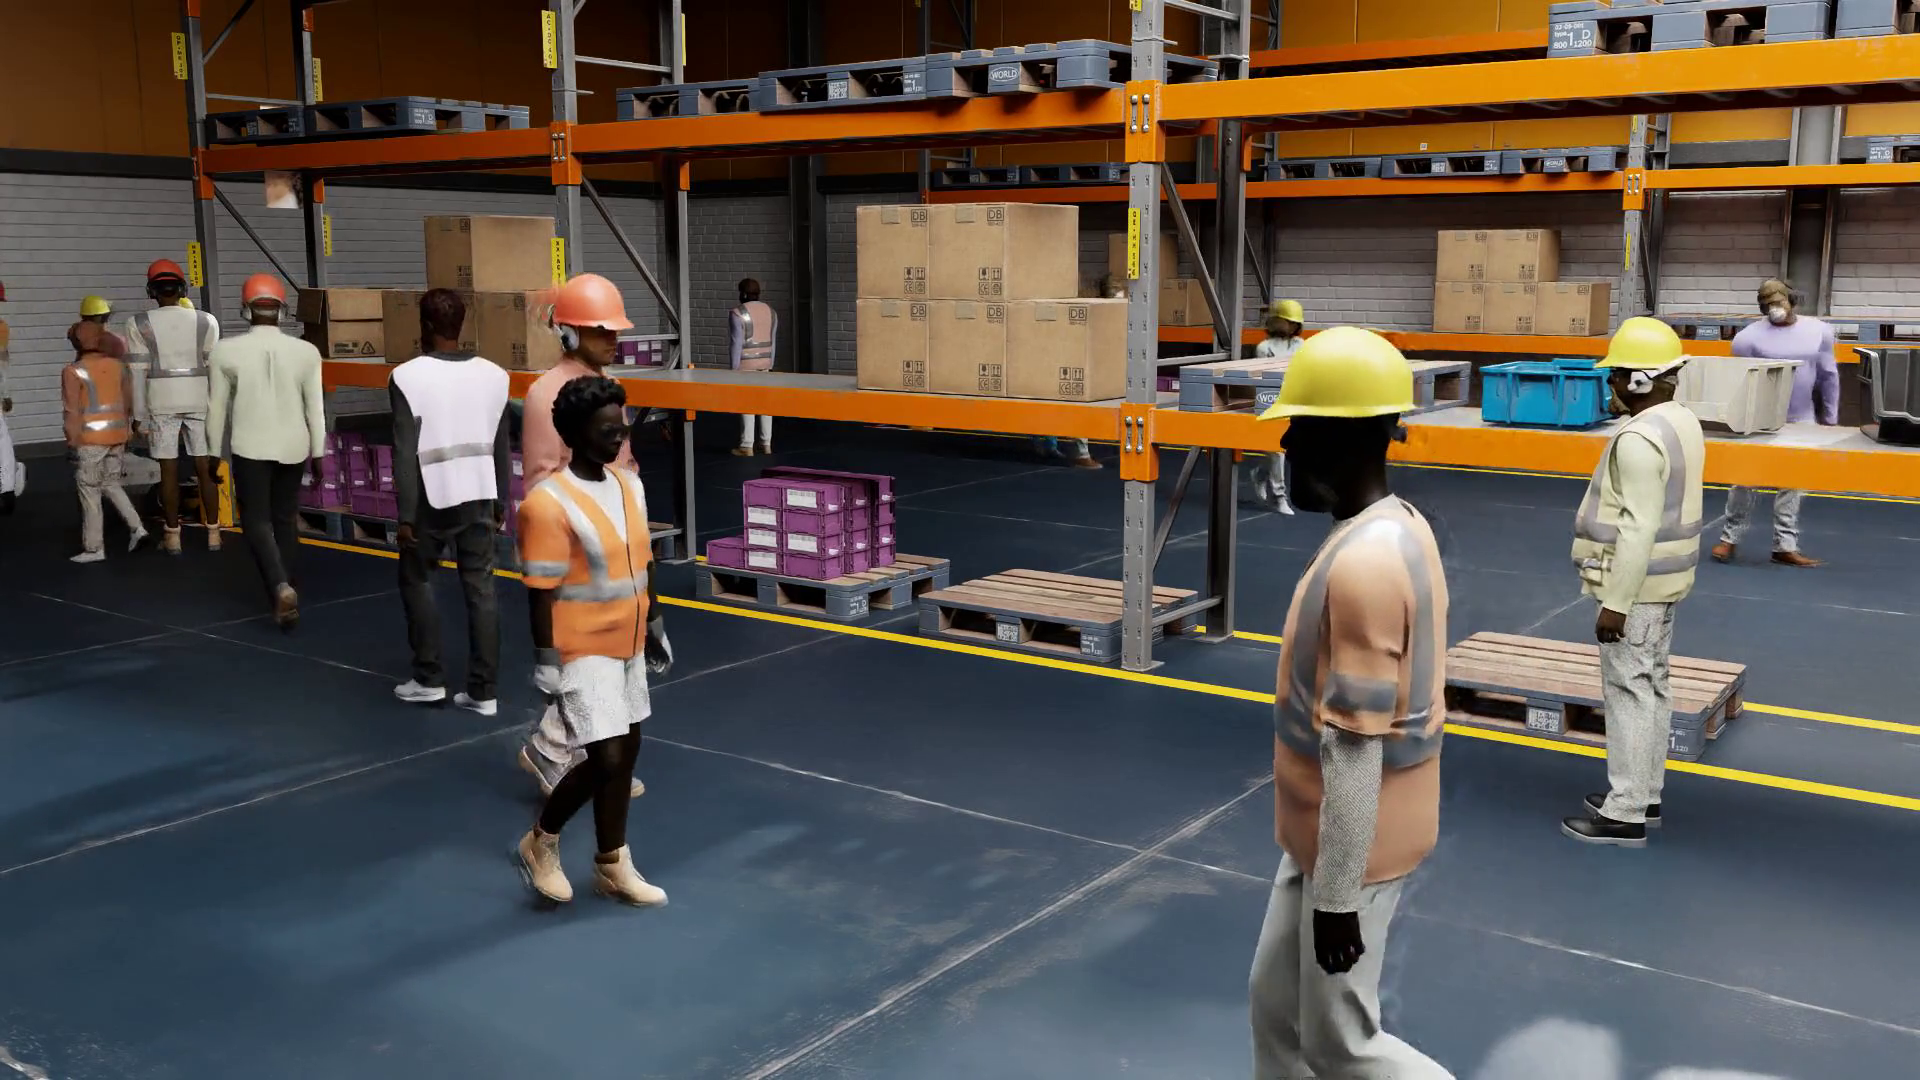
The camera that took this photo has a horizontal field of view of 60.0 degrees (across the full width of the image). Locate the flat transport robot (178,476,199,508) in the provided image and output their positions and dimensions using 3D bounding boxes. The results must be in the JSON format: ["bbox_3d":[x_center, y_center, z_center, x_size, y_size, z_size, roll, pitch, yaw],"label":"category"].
[{"bbox_3d":[-5.845,-0.454,14.005,1.431,0.197,0.652,-6,12,-34],"label":"flat transport robot"}]

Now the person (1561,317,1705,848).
[{"bbox_3d":[2.339,0.147,5.785,0.404,1.828,0.600,7,12,35],"label":"person"}]

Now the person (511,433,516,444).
[{"bbox_3d":[-4.034,-1.497,15.691,1.004,1.797,0.549,7,12,36],"label":"person"}]

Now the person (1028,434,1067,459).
[{"bbox_3d":[0.936,-1.727,16.944,0.448,1.829,0.591,9,13,42],"label":"person"}]

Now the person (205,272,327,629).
[{"bbox_3d":[-3.836,-0.500,9.262,0.616,1.969,0.906,-7,12,-37],"label":"person"}]

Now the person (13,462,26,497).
[{"bbox_3d":[-8.032,-1.160,13.546,0.576,1.839,0.657,3,10,15],"label":"person"}]

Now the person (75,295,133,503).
[{"bbox_3d":[-7.297,-1.215,14.168,0.542,1.736,0.763,4,10,22],"label":"person"}]

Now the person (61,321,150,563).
[{"bbox_3d":[-5.747,-0.653,11.141,0.416,1.626,0.572,3,10,16],"label":"person"}]

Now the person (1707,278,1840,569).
[{"bbox_3d":[5.403,-0.766,11.023,0.740,1.908,0.414,1,10,4],"label":"person"}]

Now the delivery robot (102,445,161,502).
[{"bbox_3d":[-6.617,-0.509,13.205,0.707,0.478,0.477,-7,12,-36],"label":"delivery robot"}]

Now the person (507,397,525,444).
[{"bbox_3d":[-3.944,-1.202,14.552,0.513,1.584,0.849,-1,10,-4],"label":"person"}]

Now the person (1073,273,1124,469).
[{"bbox_3d":[1.500,-1.602,16.001,0.939,1.900,0.641,6,11,30],"label":"person"}]

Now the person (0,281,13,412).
[{"bbox_3d":[-8.478,-1.313,14.307,0.598,1.898,0.677,2,10,9],"label":"person"}]

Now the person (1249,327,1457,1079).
[{"bbox_3d":[0.813,0.545,3.203,0.759,1.901,0.594,2,10,13],"label":"person"}]

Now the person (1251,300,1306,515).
[{"bbox_3d":[2.543,-1.081,13.429,0.508,1.714,0.637,-5,11,-26],"label":"person"}]

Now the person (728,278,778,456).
[{"bbox_3d":[-2.187,-1.797,17.330,0.429,1.842,0.635,7,12,37],"label":"person"}]

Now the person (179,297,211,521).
[{"bbox_3d":[-6.019,-1.026,12.998,0.343,1.759,0.533,-4,10,-23],"label":"person"}]

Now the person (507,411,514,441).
[{"bbox_3d":[-5.070,-2.020,18.601,0.603,1.859,0.476,1,10,4],"label":"person"}]

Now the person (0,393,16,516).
[{"bbox_3d":[-5.125,-0.268,8.380,0.649,1.791,0.952,-7,12,-38],"label":"person"}]

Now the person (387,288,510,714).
[{"bbox_3d":[-2.339,-0.176,7.501,0.716,1.894,0.633,9,13,42],"label":"person"}]

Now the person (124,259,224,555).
[{"bbox_3d":[-5.422,-0.916,11.517,0.605,2.034,0.390,-7,12,-35],"label":"person"}]

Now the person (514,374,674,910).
[{"bbox_3d":[-1.114,0.330,5.121,0.369,1.684,0.540,4,10,22],"label":"person"}]

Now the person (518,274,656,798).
[{"bbox_3d":[-1.351,0.018,6.131,0.432,1.972,0.621,1,10,6],"label":"person"}]
